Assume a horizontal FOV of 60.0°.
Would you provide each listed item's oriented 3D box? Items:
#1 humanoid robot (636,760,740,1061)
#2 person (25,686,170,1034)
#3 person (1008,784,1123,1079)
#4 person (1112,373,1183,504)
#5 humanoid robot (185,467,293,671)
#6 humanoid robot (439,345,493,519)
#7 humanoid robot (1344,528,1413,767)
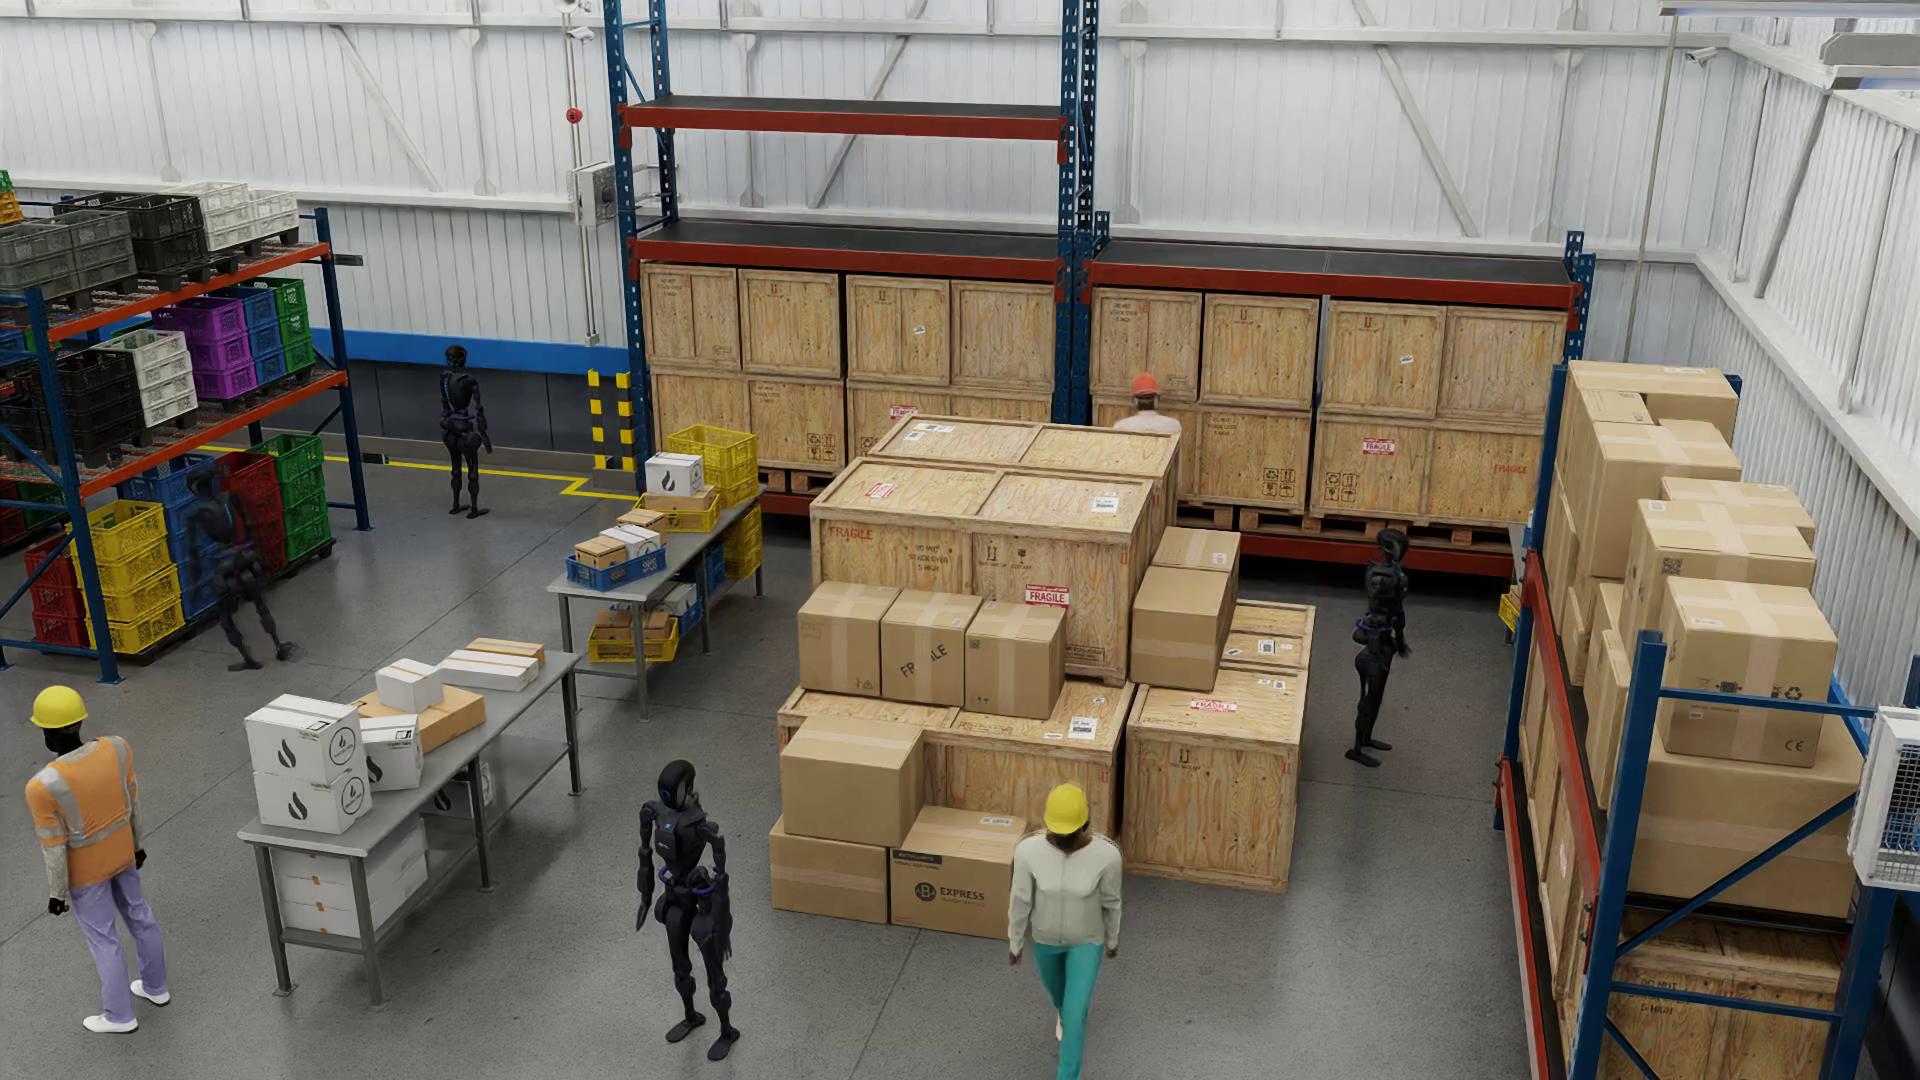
[{"bbox_3d":[-1.356,1.824,8.298,0.577,1.651,0.330,12,24,29],"label":"humanoid robot"},{"bbox_3d":[-4.407,1.629,8.462,0.383,1.927,0.587,8,22,20],"label":"person"},{"bbox_3d":[0.521,1.879,8.085,0.530,1.725,0.865,5,21,12],"label":"person"},{"bbox_3d":[1.497,-0.428,13.830,0.644,1.949,0.810,-3,21,-8],"label":"person"},{"bbox_3d":[-5.492,0.206,12.574,0.390,1.627,0.706,11,24,27],"label":"humanoid robot"},{"bbox_3d":[-4.717,-1.038,15.791,0.569,1.653,0.332,14,25,32],"label":"humanoid robot"},{"bbox_3d":[2.843,0.703,11.216,0.323,1.656,0.590,13,25,31],"label":"humanoid robot"}]
